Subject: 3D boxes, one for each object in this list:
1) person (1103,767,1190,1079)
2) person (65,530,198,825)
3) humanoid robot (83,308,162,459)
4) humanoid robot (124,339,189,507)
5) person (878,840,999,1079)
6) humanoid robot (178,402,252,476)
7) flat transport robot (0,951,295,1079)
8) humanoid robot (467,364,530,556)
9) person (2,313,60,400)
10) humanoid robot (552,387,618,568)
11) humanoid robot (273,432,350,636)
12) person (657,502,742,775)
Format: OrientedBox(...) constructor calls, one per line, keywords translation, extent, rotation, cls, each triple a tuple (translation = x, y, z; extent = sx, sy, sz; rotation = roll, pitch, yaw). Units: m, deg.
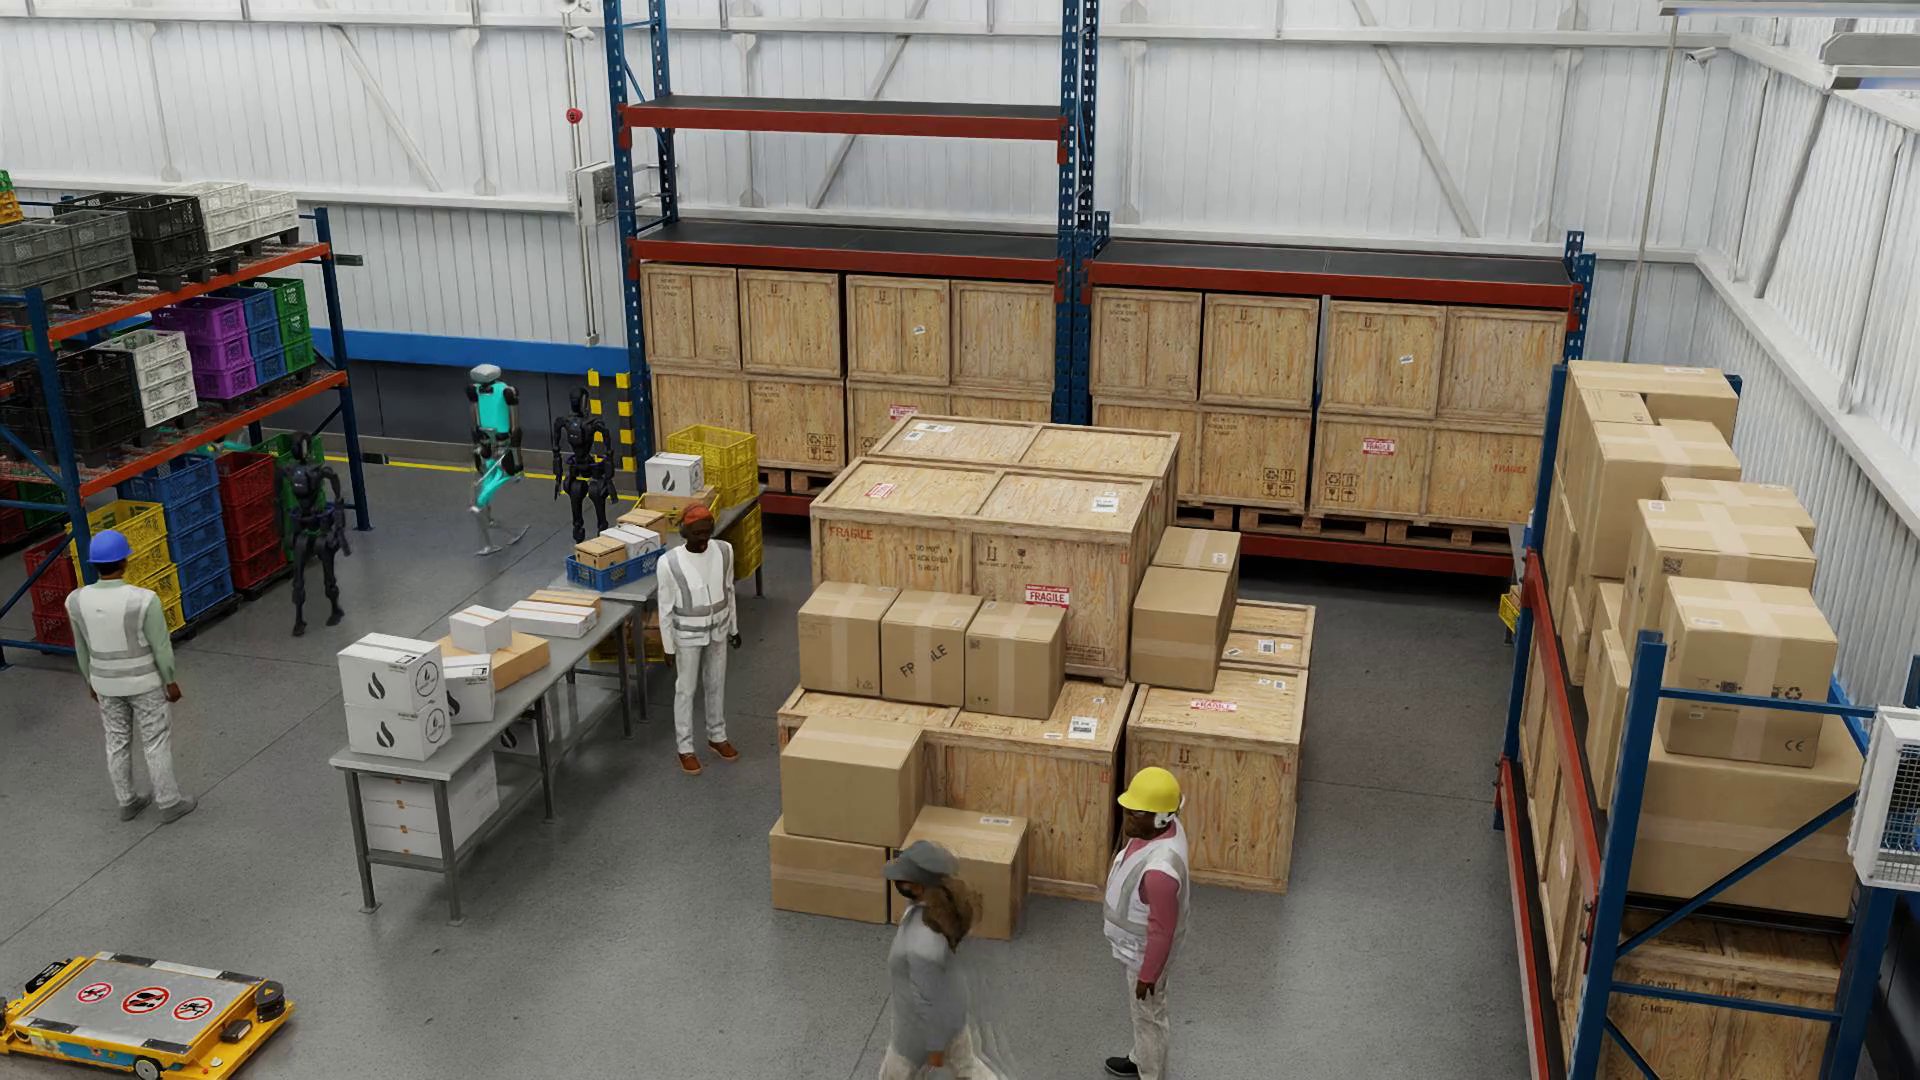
OrientedBox(translation=(0.874, 1.893, 7.896), extent=(0.404, 1.834, 0.599), rotation=(2, 21, 4), cls="person")
OrientedBox(translation=(-5.205, 0.867, 10.444), extent=(0.606, 1.939, 0.422), rotation=(2, 21, 5), cls="person")
OrientedBox(translation=(-8.768, -1.611, 17.319), extent=(0.637, 1.636, 0.597), rotation=(8, 22, 20), cls="humanoid robot")
OrientedBox(translation=(-7.674, -1.174, 16.091), extent=(0.532, 1.743, 0.975), rotation=(3, 21, 9), cls="humanoid robot")
OrientedBox(translation=(-0.067, 2.109, 7.460), extent=(0.842, 1.736, 0.551), rotation=(5, 21, 13), cls="person")
OrientedBox(translation=(-7.019, -1.054, 15.759), extent=(0.531, 1.777, 0.879), rotation=(9, 23, 23), cls="humanoid robot")
OrientedBox(translation=(-4.270, 2.464, 8.601), extent=(1.431, 0.231, 0.659), rotation=(5, 22, 13), cls="flat transport robot")
OrientedBox(translation=(-4.173, -0.650, 14.690), extent=(0.577, 1.742, 1.007), rotation=(10, 23, 25), cls="humanoid robot")
OrientedBox(translation=(-9.860, -1.917, 17.634), extent=(0.634, 2.004, 0.586), rotation=(-2, 21, -5), cls="person")
OrientedBox(translation=(-3.243, -0.531, 14.437), extent=(0.599, 1.659, 0.315), rotation=(5, 22, 13), cls="humanoid robot")
OrientedBox(translation=(-5.158, -0.059, 13.248), extent=(0.600, 1.651, 0.502), rotation=(0, 21, 0), cls="humanoid robot")
OrientedBox(translation=(-1.729, 0.642, 11.105), extent=(0.581, 1.882, 0.337), rotation=(-16, 26, -36), cls="person")
